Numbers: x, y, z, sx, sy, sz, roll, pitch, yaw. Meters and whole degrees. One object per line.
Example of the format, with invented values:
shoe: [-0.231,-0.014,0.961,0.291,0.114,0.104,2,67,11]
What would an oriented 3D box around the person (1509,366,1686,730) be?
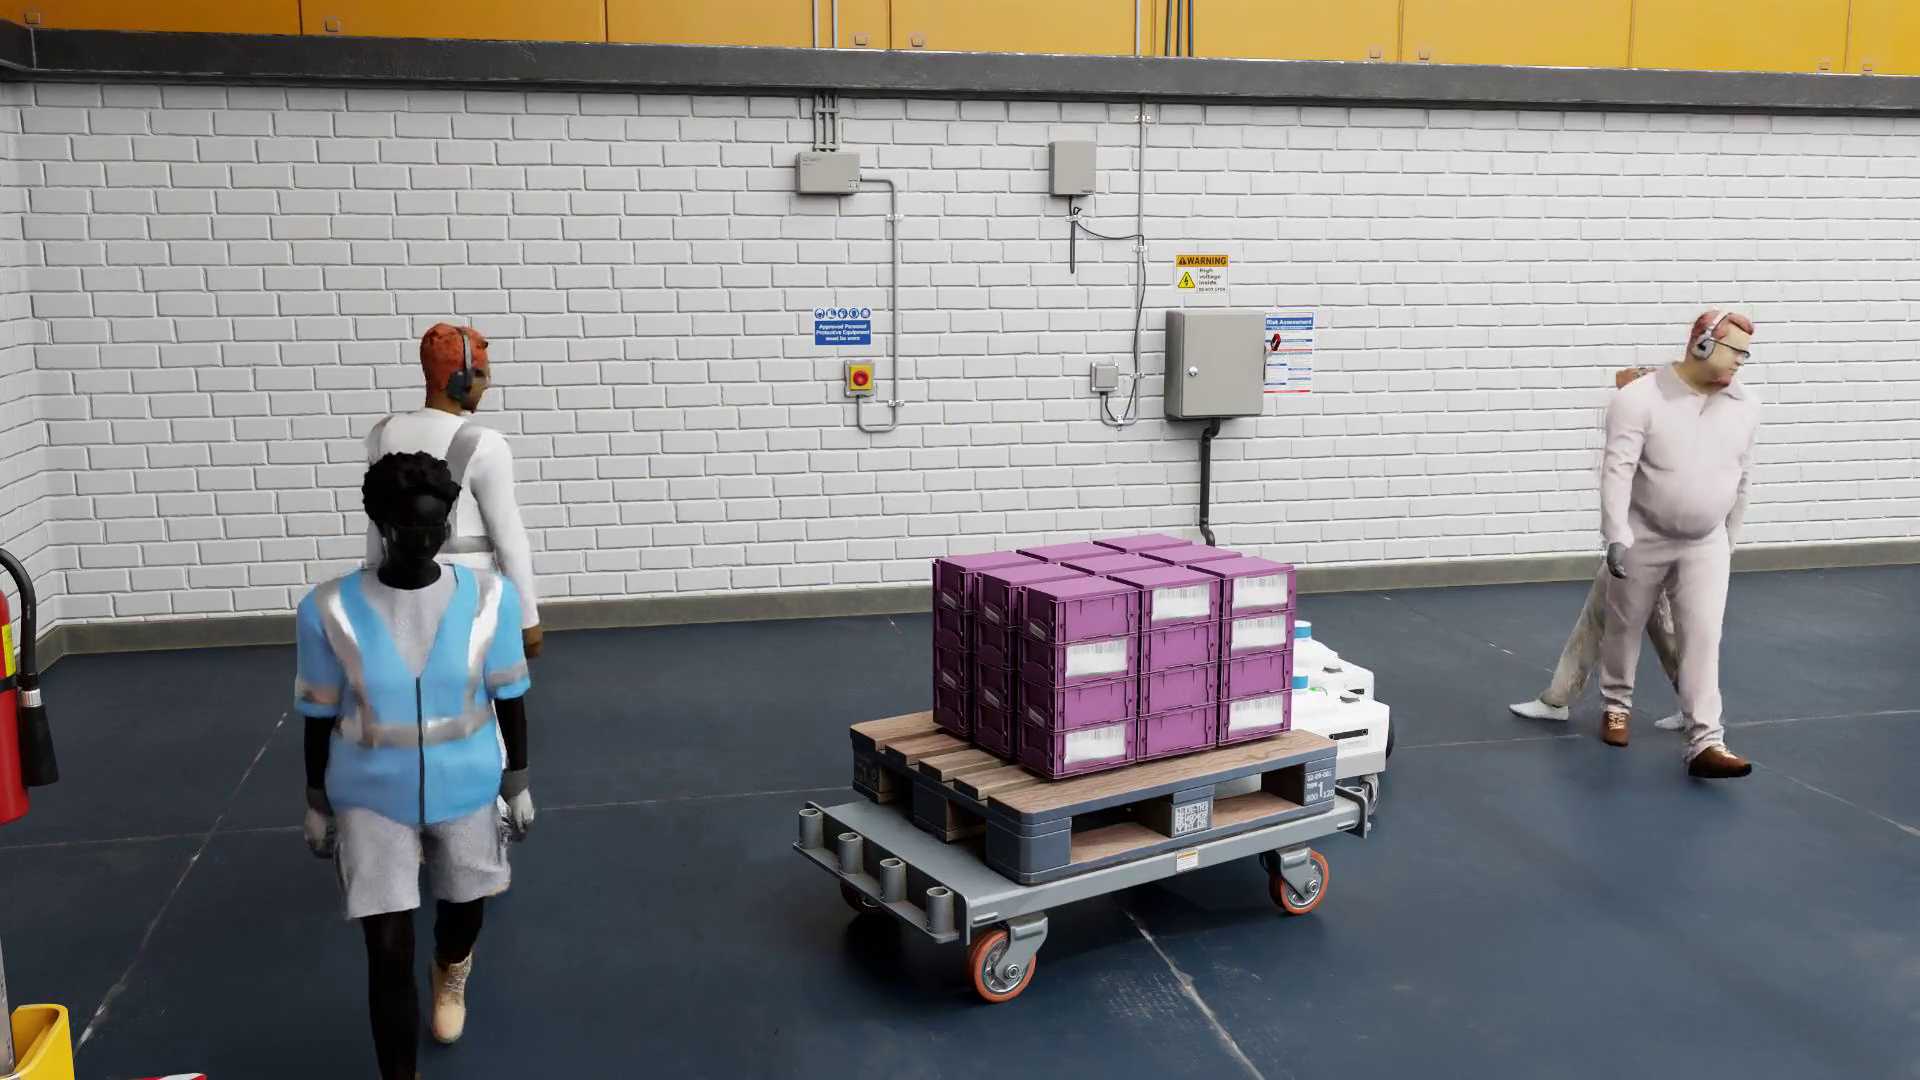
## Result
person: [2.912,0.047,7.223,0.833,1.597,0.522,7,12,34]

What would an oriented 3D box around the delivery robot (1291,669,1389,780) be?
delivery robot: [1.224,0.717,6.117,0.707,0.478,0.477,-5,11,-26]

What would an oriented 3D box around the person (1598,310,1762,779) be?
person: [2.888,0.008,6.698,0.665,1.843,0.962,1,10,4]

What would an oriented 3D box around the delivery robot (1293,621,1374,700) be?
delivery robot: [1.394,0.578,6.888,0.477,0.478,0.707,-4,11,-20]

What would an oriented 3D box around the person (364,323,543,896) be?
person: [-1.673,0.232,5.441,0.597,1.864,0.386,5,12,28]

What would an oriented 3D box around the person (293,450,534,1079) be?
person: [-1.319,0.585,4.029,0.528,1.660,0.783,-4,11,-23]
